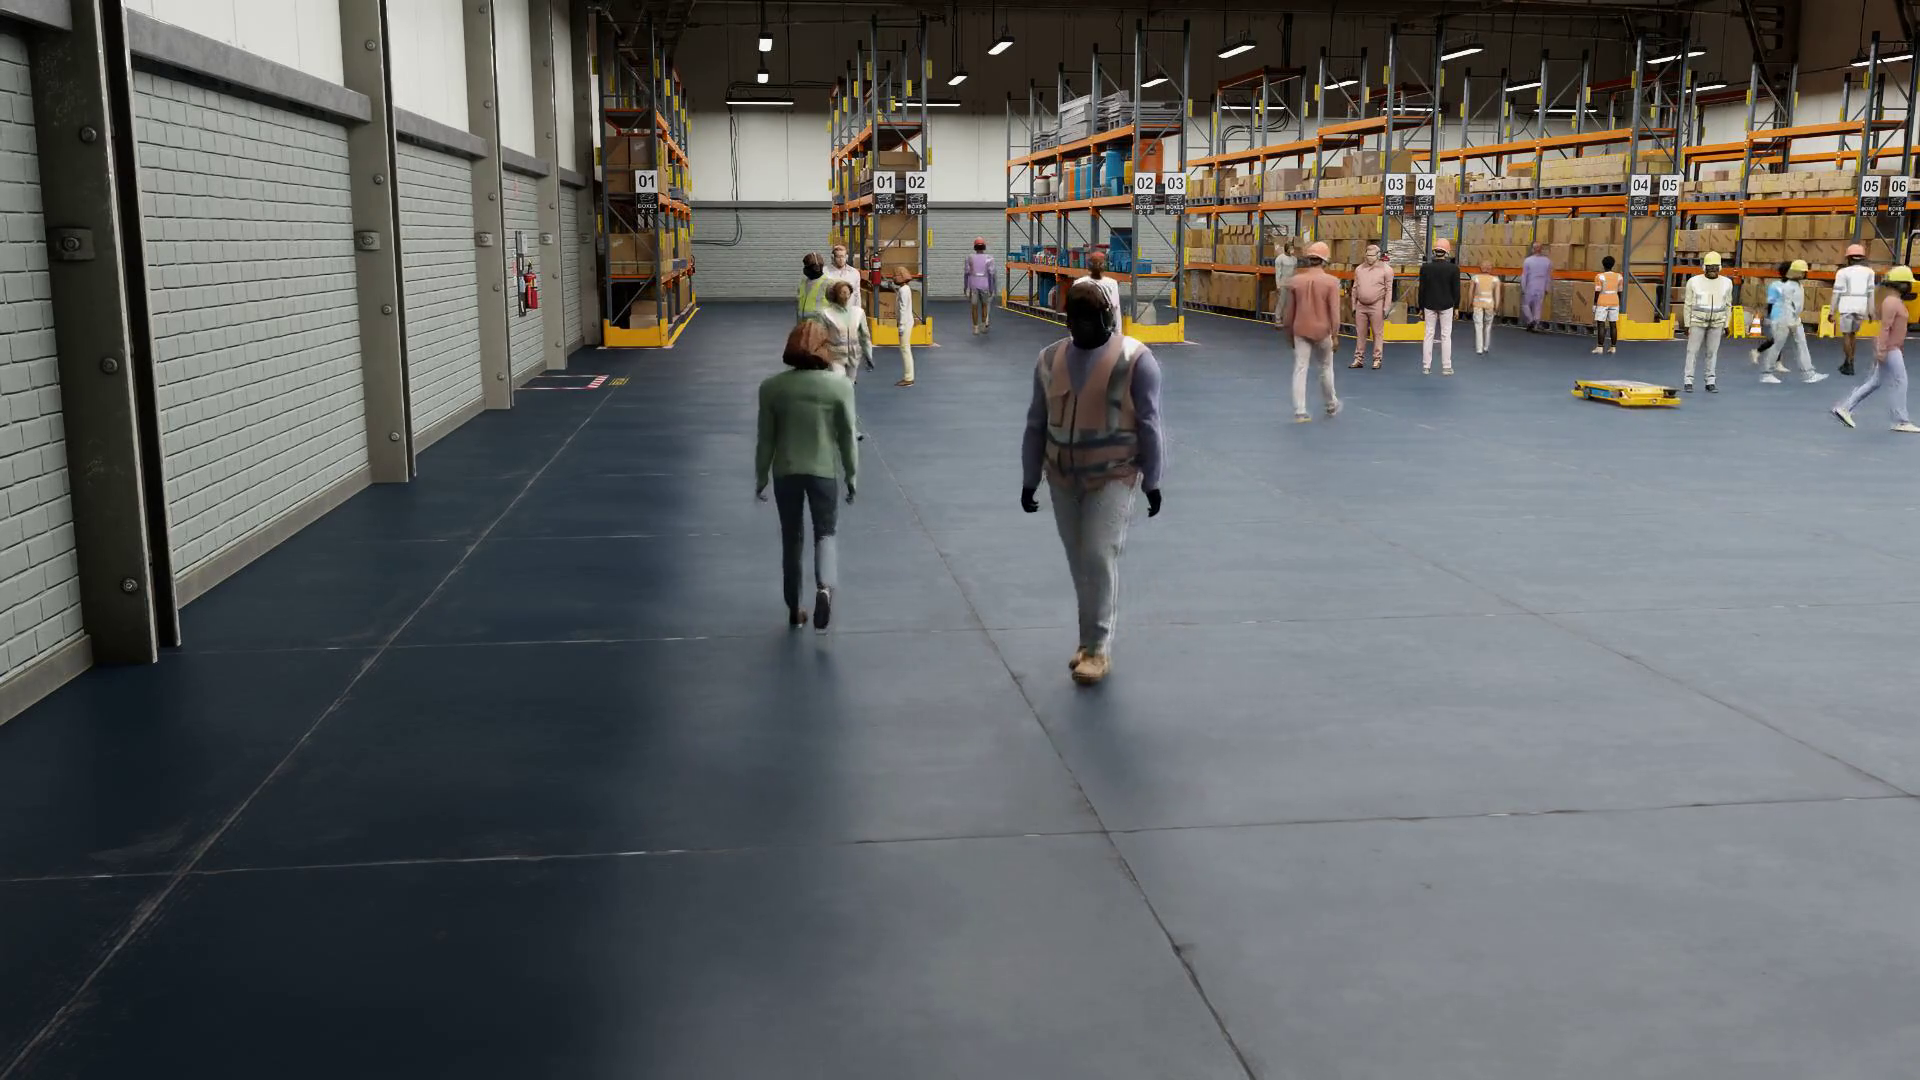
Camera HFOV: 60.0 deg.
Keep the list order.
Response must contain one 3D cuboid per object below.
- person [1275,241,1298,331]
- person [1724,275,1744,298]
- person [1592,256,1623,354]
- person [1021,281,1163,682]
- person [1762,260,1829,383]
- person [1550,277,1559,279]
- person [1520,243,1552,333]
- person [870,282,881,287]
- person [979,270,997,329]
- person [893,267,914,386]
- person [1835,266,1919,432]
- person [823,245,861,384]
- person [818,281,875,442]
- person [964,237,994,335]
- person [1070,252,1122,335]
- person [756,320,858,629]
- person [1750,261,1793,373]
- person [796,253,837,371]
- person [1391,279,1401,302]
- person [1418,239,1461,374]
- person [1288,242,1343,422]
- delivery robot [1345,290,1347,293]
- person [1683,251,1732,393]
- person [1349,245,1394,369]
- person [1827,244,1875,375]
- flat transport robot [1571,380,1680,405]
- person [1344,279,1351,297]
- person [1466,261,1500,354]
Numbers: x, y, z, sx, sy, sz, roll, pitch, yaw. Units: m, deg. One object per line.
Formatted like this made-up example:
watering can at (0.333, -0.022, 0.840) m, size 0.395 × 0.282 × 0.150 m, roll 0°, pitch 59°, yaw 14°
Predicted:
person at (7.060, -5.486, 35.993) m, size 0.623 × 1.932 × 0.370 m, roll -7°, pitch 12°, yaw -33°
person at (20.922, -7.112, 44.922) m, size 0.585 × 1.919 × 0.388 m, roll -2°, pitch 11°, yaw -11°
person at (11.197, -4.061, 28.791) m, size 0.537 × 1.698 × 0.321 m, roll -2°, pitch 10°, yaw -10°
person at (0.547, -0.261, 7.620) m, size 0.662 × 1.821 × 0.684 m, roll 7°, pitch 12°, yaw 32°
person at (11.539, -2.995, 22.920) m, size 0.512 × 1.695 × 0.882 m, roll -8°, pitch 13°, yaw -38°
person at (14.220, -6.276, 40.325) m, size 0.567 × 1.920 × 0.680 m, roll 2°, pitch 10°, yaw 9°
person at (12.164, -5.330, 35.220) m, size 0.660 × 1.890 × 0.425 m, roll -1°, pitch 10°, yaw -6°
person at (-2.420, -7.598, 47.620) m, size 0.967 × 1.912 × 0.733 m, roll 2°, pitch 11°, yaw 12°
person at (0.542, -5.494, 36.934) m, size 0.520 × 1.579 × 0.845 m, roll -2°, pitch 11°, yaw -13°
person at (-0.771, -2.907, 22.682) m, size 0.295 × 1.624 × 0.507 m, roll 0°, pitch 10°, yaw 2°
person at (9.714, -2.013, 17.476) m, size 0.843 × 1.737 × 0.529 m, roll 8°, pitch 13°, yaw 36°
person at (-1.664, -3.104, 22.976) m, size 0.639 × 1.909 × 0.409 m, roll -3°, pitch 11°, yaw -18°
person at (-1.137, -1.753, 16.435) m, size 0.510 × 1.590 × 0.878 m, roll -6°, pitch 12°, yaw -31°
person at (0.391, -5.273, 34.597) m, size 0.630 × 2.008 × 0.926 m, roll 0°, pitch 10°, yaw 0°
person at (1.656, -2.498, 19.853) m, size 0.603 × 1.836 × 0.894 m, roll -3°, pitch 11°, yaw -17°
person at (-0.788, -0.313, 8.483) m, size 0.530 × 1.610 × 0.550 m, roll 0°, pitch 10°, yaw 0°
person at (12.294, -3.376, 25.132) m, size 0.542 × 1.675 × 0.693 m, roll -6°, pitch 12°, yaw -28°
person at (-1.681, -2.416, 19.392) m, size 0.634 × 1.838 × 0.429 m, roll 9°, pitch 13°, yaw 40°
person at (10.543, -6.304, 40.735) m, size 0.535 × 1.829 × 0.486 m, roll 1°, pitch 10°, yaw 7°
person at (7.084, -3.443, 24.591) m, size 0.611 × 1.996 × 0.379 m, roll 5°, pitch 12°, yaw 26°
person at (3.963, -2.297, 18.413) m, size 0.647 × 1.951 × 0.962 m, roll 7°, pitch 12°, yaw 32°
delivery robot at (11.734, -7.364, 49.783) m, size 0.477 × 0.478 × 0.707 m, roll -8°, pitch 13°, yaw -37°
person at (9.747, -2.834, 21.696) m, size 0.587 × 1.835 × 0.404 m, roll 2°, pitch 10°, yaw 9°
person at (6.306, -3.574, 25.574) m, size 0.639 × 1.903 × 0.406 m, roll 7°, pitch 13°, yaw 36°
person at (13.169, -3.412, 24.658) m, size 0.571 × 1.905 × 0.771 m, roll 0°, pitch 10°, yaw 0°
flat transport robot at (8.163, -1.822, 20.435) m, size 0.652 × 0.197 × 1.431 m, roll -1°, pitch 10°, yaw -6°
person at (10.880, -7.290, 45.878) m, size 0.547 × 1.926 × 0.505 m, roll -1°, pitch 10°, yaw -4°
person at (9.107, -4.045, 28.973) m, size 0.527 × 1.592 × 0.849 m, roll 2°, pitch 11°, yaw 11°
